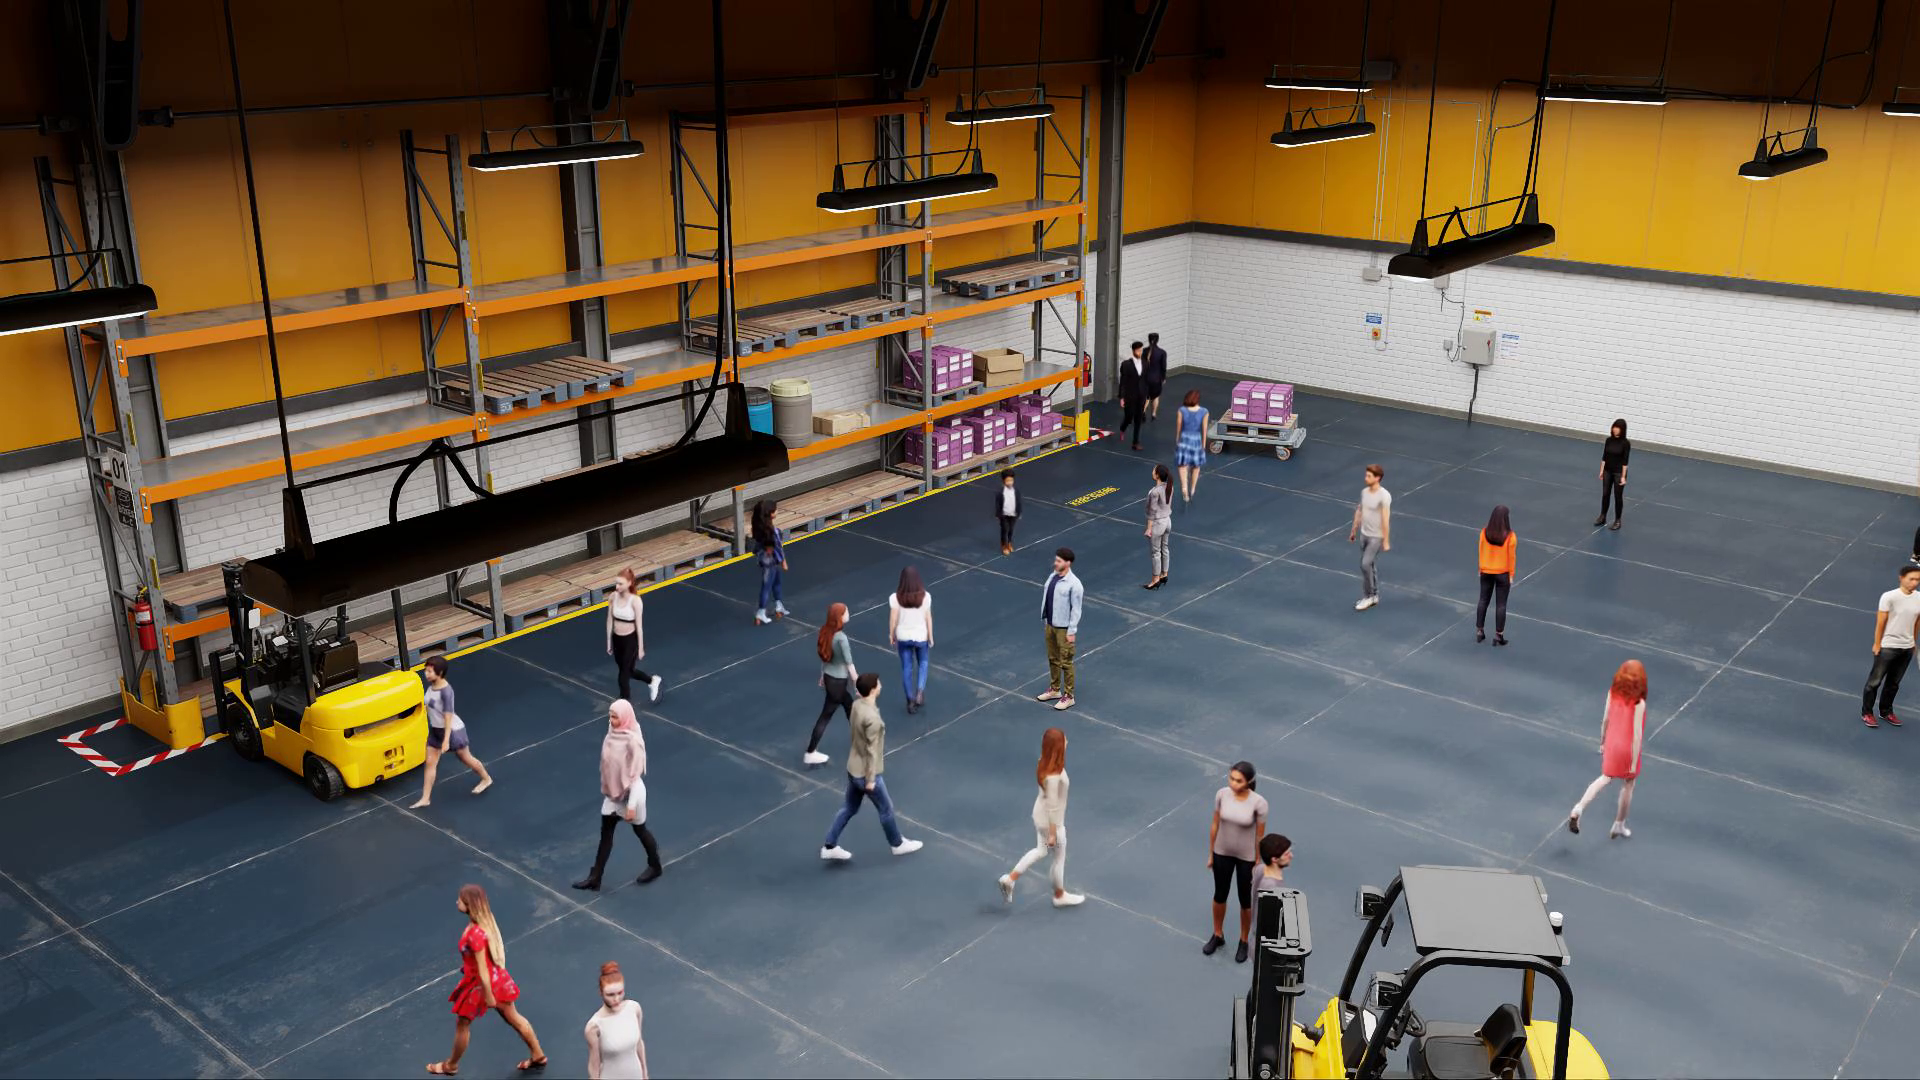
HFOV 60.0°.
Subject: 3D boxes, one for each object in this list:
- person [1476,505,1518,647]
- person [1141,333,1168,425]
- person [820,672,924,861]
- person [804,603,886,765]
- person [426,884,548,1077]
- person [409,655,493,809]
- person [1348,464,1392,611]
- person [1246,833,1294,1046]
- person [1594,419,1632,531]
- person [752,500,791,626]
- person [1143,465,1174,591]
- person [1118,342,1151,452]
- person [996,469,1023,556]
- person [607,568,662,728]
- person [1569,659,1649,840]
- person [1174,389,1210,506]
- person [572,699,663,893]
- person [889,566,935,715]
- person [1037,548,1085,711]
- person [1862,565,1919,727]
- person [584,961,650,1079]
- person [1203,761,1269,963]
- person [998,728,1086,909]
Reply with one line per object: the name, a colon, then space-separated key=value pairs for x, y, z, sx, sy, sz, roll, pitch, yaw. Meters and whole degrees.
person: x=6.416 y=0.411 z=19.924 sx=0.629 sy=1.748 sz=0.565 roll=18 pitch=25 yaw=42
person: x=3.406 y=-2.857 z=29.783 sx=0.924 sy=1.650 sz=1.107 roll=6 pitch=20 yaw=17
person: x=-0.940 y=2.075 z=14.867 sx=1.295 sy=1.823 sz=1.064 roll=-8 pitch=20 yaw=-22
person: x=-1.323 y=1.498 z=16.796 sx=1.226 sy=1.686 sz=0.881 roll=-10 pitch=21 yaw=-28
person: x=-3.322 y=3.203 z=11.962 sx=1.093 sy=1.540 sz=1.062 roll=-1 pitch=19 yaw=-2
person: x=-4.894 y=1.831 z=16.074 sx=1.100 sy=1.516 sz=0.664 roll=-16 pitch=24 yaw=-40
person: x=5.304 y=-0.057 z=21.106 sx=0.835 sy=1.883 sz=0.830 roll=-9 pitch=20 yaw=-24
person: x=2.245 y=2.982 z=12.124 sx=0.797 sy=1.854 sz=0.721 roll=-1 pitch=19 yaw=-2
person: x=9.547 y=-0.981 z=24.230 sx=0.567 sy=1.638 sz=0.596 roll=-14 pitch=23 yaw=-36
person: x=-2.424 y=0.295 z=20.503 sx=0.817 sy=1.599 sz=0.737 roll=-12 pitch=22 yaw=-32
person: x=2.613 y=-0.174 z=21.773 sx=0.668 sy=1.678 sz=0.513 roll=14 pitch=23 yaw=36
person: x=2.932 y=-2.471 z=28.293 sx=1.014 sy=1.869 sz=1.025 roll=-7 pitch=20 yaw=-19
person: x=0.658 y=-0.425 z=23.246 sx=0.642 sy=1.213 sz=0.696 roll=-7 pitch=20 yaw=-19
person: x=-3.530 y=1.119 z=17.868 sx=0.688 sy=1.719 sz=1.094 roll=11 pitch=21 yaw=29
person: x=5.973 y=1.974 z=15.198 sx=1.091 sy=1.804 sz=0.839 roll=-9 pitch=21 yaw=-26
person: x=3.490 y=-1.379 z=25.193 sx=1.042 sy=1.778 sz=1.197 roll=2 pitch=19 yaw=5
person: x=-2.830 y=2.220 z=14.522 sx=1.082 sy=1.769 sz=0.716 roll=-17 pitch=25 yaw=-41
person: x=-0.514 y=1.122 z=17.929 sx=0.738 sy=1.675 sz=0.786 roll=0 pitch=19 yaw=-1
person: x=1.112 y=0.949 z=18.227 sx=0.666 sy=1.812 sz=0.734 roll=-12 pitch=22 yaw=-32
person: x=9.978 y=1.111 z=17.766 sx=0.701 sy=1.800 sz=0.771 roll=-2 pitch=19 yaw=-7
person: x=-2.190 y=3.506 z=10.663 sx=0.453 sy=1.794 sz=0.661 roll=-17 pitch=25 yaw=-41
person: x=2.246 y=2.573 z=13.510 sx=0.651 sy=1.745 sz=0.602 roll=10 pitch=21 yaw=26
person: x=0.679 y=2.388 z=14.134 sx=1.074 sy=1.699 sz=0.947 roll=-4 pitch=19 yaw=-12
